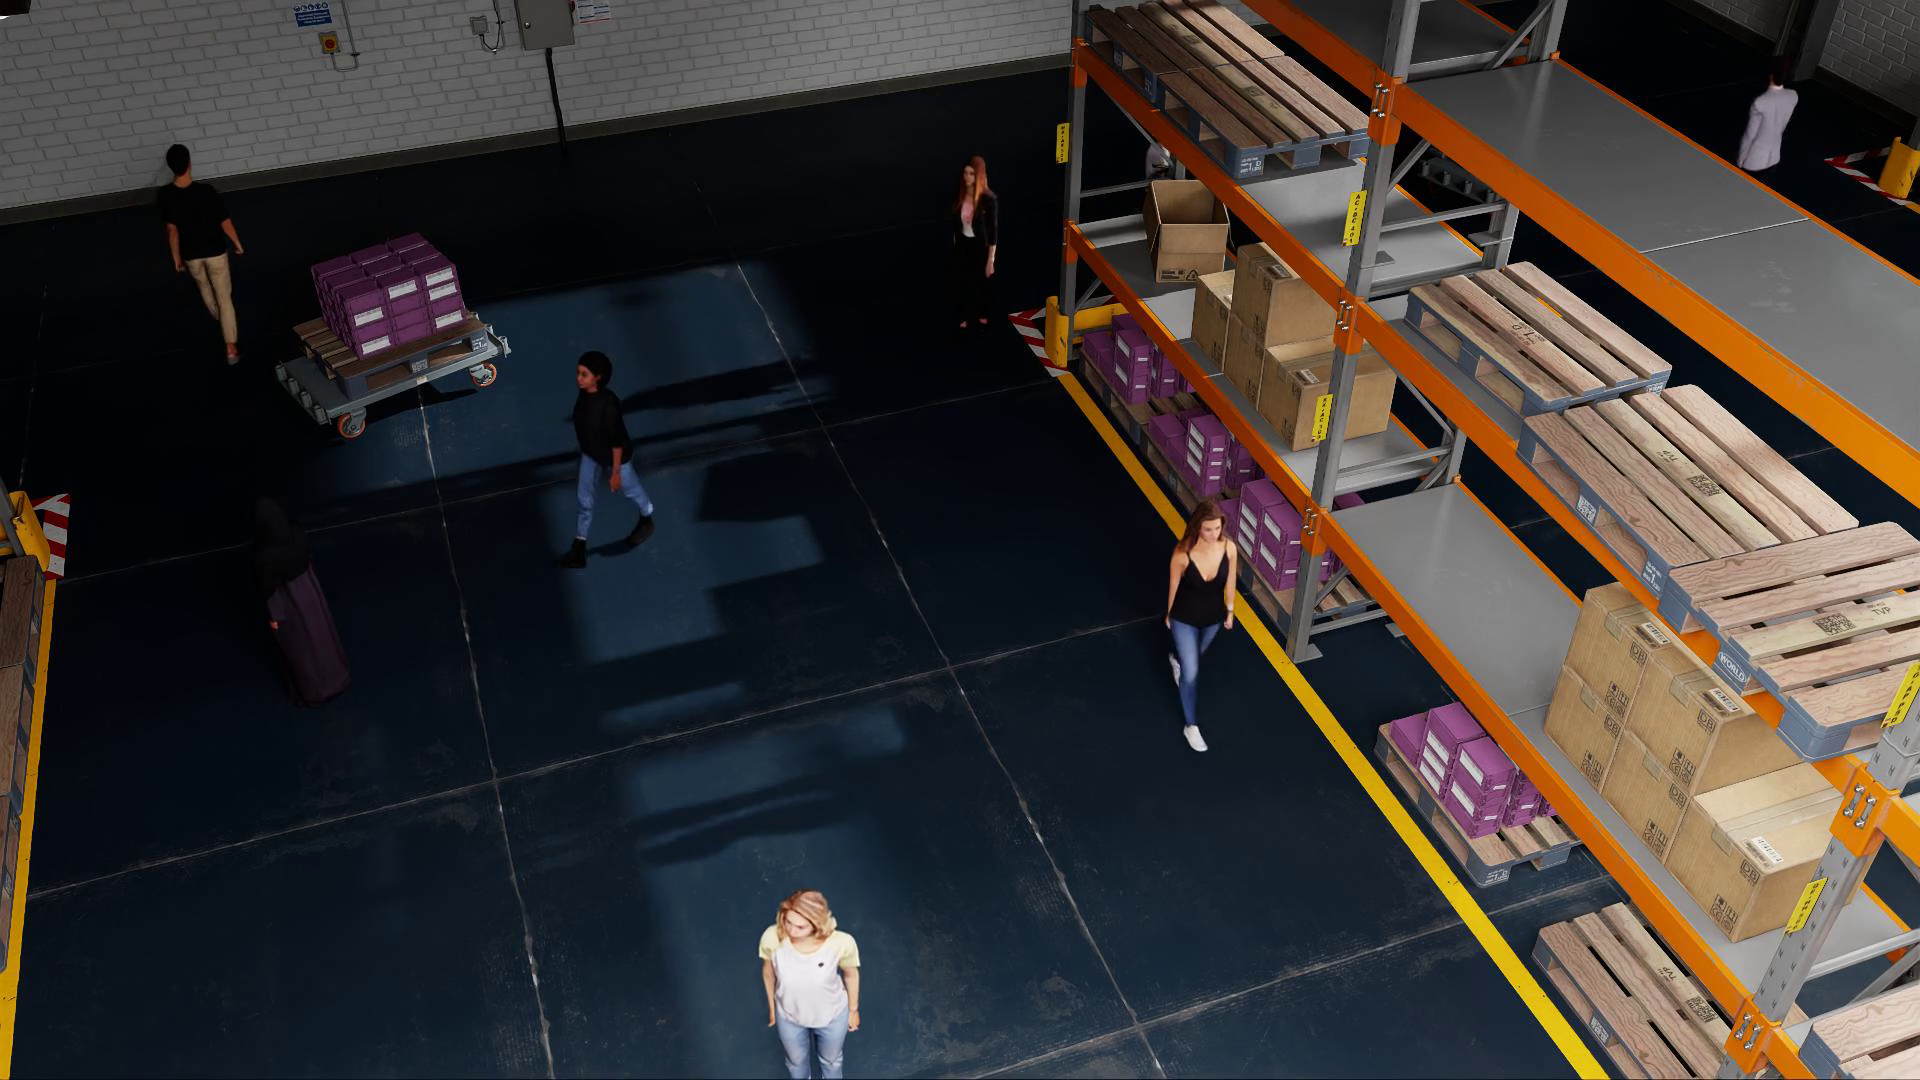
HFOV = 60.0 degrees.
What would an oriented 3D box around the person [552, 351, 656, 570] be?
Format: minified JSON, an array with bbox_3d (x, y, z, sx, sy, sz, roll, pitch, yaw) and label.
[{"bbox_3d":[-2.387,-0.599,11.619,1.108,1.657,1.037,25,45,28],"label":"person"}]

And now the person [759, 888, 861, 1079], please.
[{"bbox_3d":[-0.714,2.247,8.002,0.693,1.724,0.664,1,39,2],"label":"person"}]

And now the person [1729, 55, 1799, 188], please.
[{"bbox_3d":[7.252,-3.404,15.001,0.731,1.820,0.985,-9,40,-11],"label":"person"}]

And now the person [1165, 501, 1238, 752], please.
[{"bbox_3d":[1.449,0.418,10.321,0.612,1.689,1.067,-11,40,-13],"label":"person"}]

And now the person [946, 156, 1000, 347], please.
[{"bbox_3d":[0.178,-2.460,13.915,0.818,1.700,0.877,21,43,25],"label":"person"}]

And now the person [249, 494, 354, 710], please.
[{"bbox_3d":[-4.192,0.362,10.450,0.768,1.614,0.703,14,41,17],"label":"person"}]

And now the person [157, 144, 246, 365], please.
[{"bbox_3d":[-6.186,-2.283,13.597,0.783,1.822,1.079,-6,39,-8],"label":"person"}]
